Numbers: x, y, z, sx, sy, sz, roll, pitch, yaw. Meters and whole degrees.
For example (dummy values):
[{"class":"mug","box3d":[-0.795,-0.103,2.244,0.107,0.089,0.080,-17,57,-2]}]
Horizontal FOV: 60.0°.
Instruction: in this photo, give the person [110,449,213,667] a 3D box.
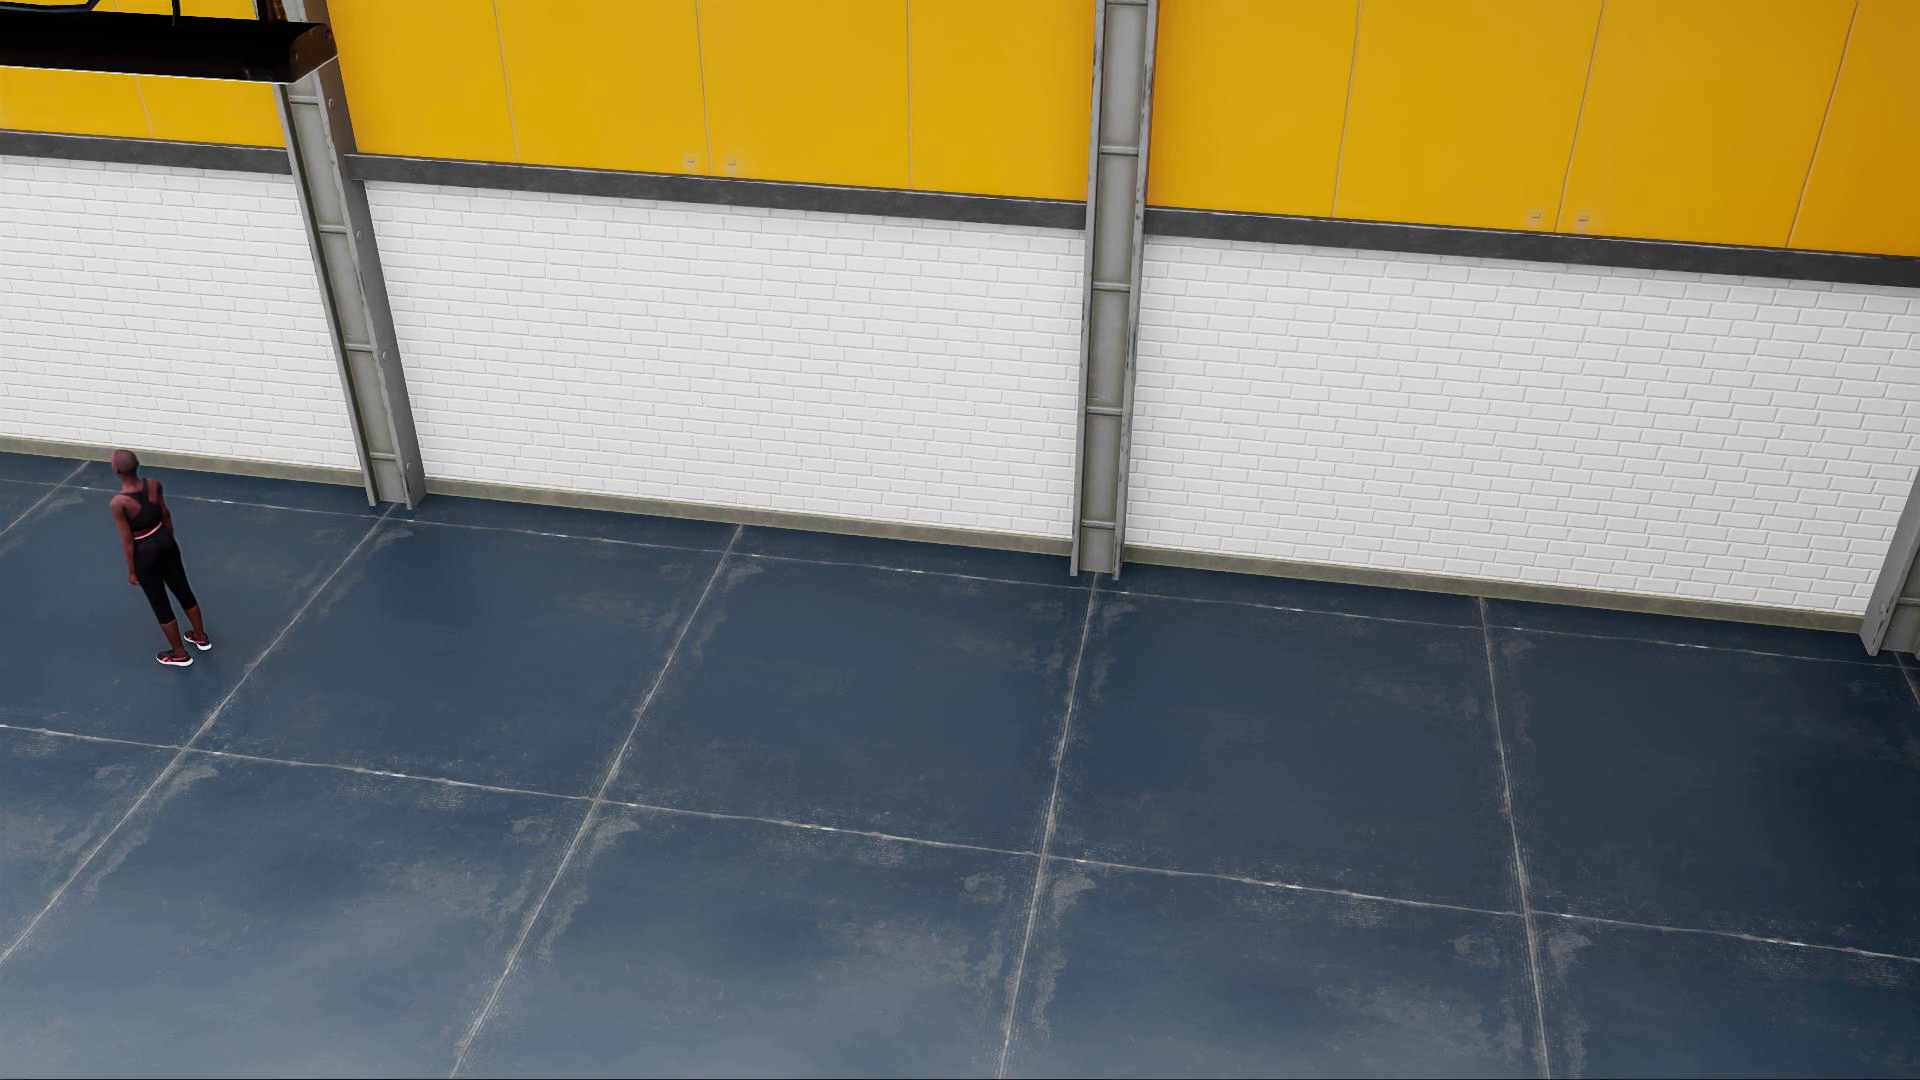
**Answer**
[{"class":"person","box3d":[-5.779,0.115,11.939,0.612,1.758,0.644,14,36,21]}]
